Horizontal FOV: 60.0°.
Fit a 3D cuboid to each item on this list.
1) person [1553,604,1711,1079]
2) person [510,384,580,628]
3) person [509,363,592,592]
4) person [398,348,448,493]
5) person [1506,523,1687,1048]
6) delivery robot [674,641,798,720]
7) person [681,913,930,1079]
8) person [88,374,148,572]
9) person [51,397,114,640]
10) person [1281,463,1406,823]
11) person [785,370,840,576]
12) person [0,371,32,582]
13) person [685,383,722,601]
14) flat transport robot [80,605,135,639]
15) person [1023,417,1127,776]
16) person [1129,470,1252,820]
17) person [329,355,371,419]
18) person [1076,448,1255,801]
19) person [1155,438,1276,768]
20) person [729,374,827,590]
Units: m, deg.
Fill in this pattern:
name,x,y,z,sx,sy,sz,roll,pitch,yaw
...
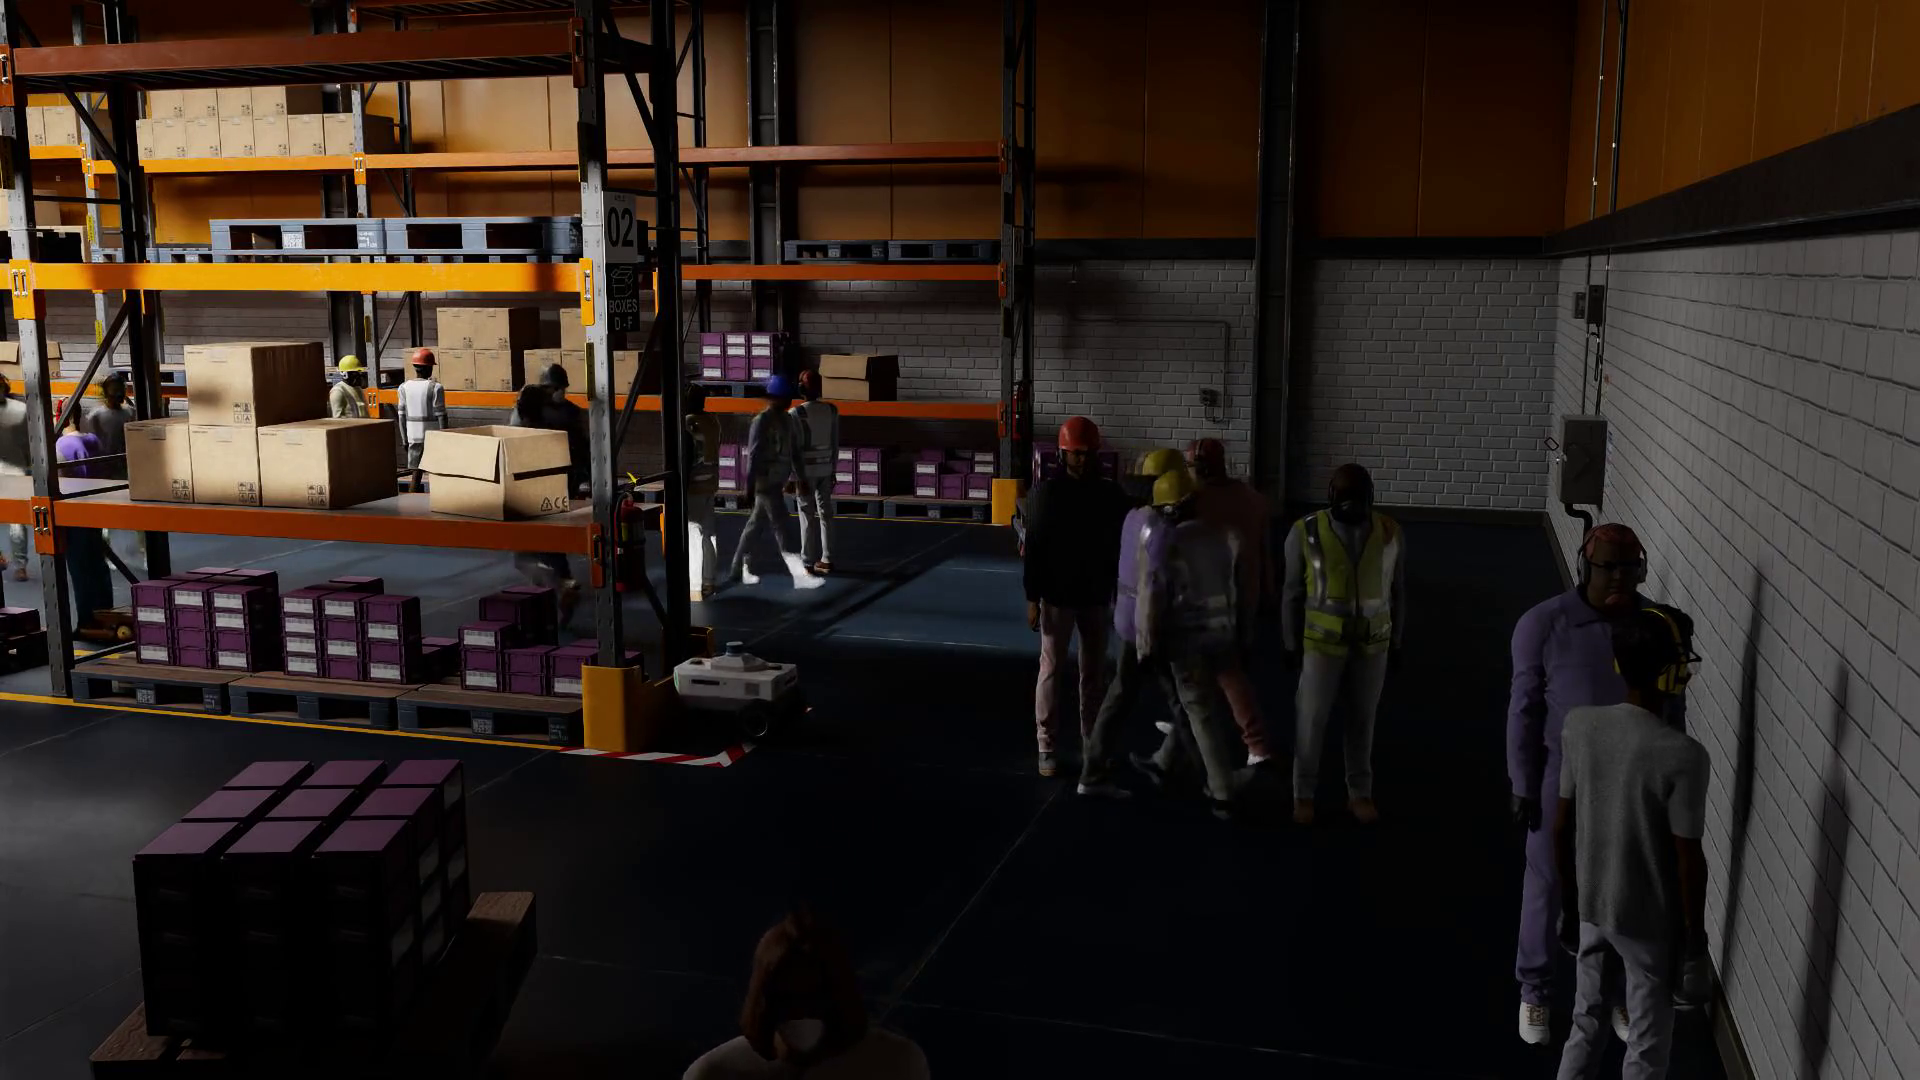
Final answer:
name,x,y,z,sx,sy,sz,roll,pitch,yaw
person,1.931,1.104,4.771,0.328,1.872,0.515,-5,11,-29
person,-3.225,-0.238,12.801,0.716,1.917,0.636,6,11,31
person,-3.473,-0.557,14.375,0.698,2.000,0.984,-9,13,-43
person,-5.769,-1.099,17.989,0.551,1.935,0.372,2,10,12
person,2.298,0.884,5.999,0.643,1.909,0.410,0,9,1
delivery robot,-1.350,0.854,10.005,0.707,0.478,0.477,3,10,16
person,-0.312,1.488,3.300,0.517,1.581,0.871,-1,9,-5
person,-7.672,-0.600,15.242,0.920,1.834,0.564,6,11,33
person,-6.642,-0.162,12.595,0.377,1.838,0.563,0,9,1
person,1.937,0.525,8.391,0.634,1.839,0.429,0,9,-2
person,-1.348,-0.605,15.151,0.575,1.882,0.355,-9,13,-44
person,-8.631,-0.589,14.952,0.665,1.918,0.571,-7,12,-37
person,-2.259,-0.407,14.068,0.429,1.844,0.625,3,10,18
flat transport robot,-5.843,0.614,12.614,1.431,0.197,0.652,3,10,15
person,0.650,0.310,9.229,0.612,1.995,0.382,-3,10,-17
person,1.193,0.517,8.637,0.607,1.768,0.909,-5,10,-26
person,-6.763,-1.139,18.545,0.403,1.835,0.586,1,9,4
person,1.048,0.452,8.740,0.965,1.868,0.582,-3,10,-16
person,1.490,0.351,9.453,0.653,1.851,0.972,-7,11,-35
person,-1.641,-0.512,14.587,0.972,1.891,0.614,3,10,15
